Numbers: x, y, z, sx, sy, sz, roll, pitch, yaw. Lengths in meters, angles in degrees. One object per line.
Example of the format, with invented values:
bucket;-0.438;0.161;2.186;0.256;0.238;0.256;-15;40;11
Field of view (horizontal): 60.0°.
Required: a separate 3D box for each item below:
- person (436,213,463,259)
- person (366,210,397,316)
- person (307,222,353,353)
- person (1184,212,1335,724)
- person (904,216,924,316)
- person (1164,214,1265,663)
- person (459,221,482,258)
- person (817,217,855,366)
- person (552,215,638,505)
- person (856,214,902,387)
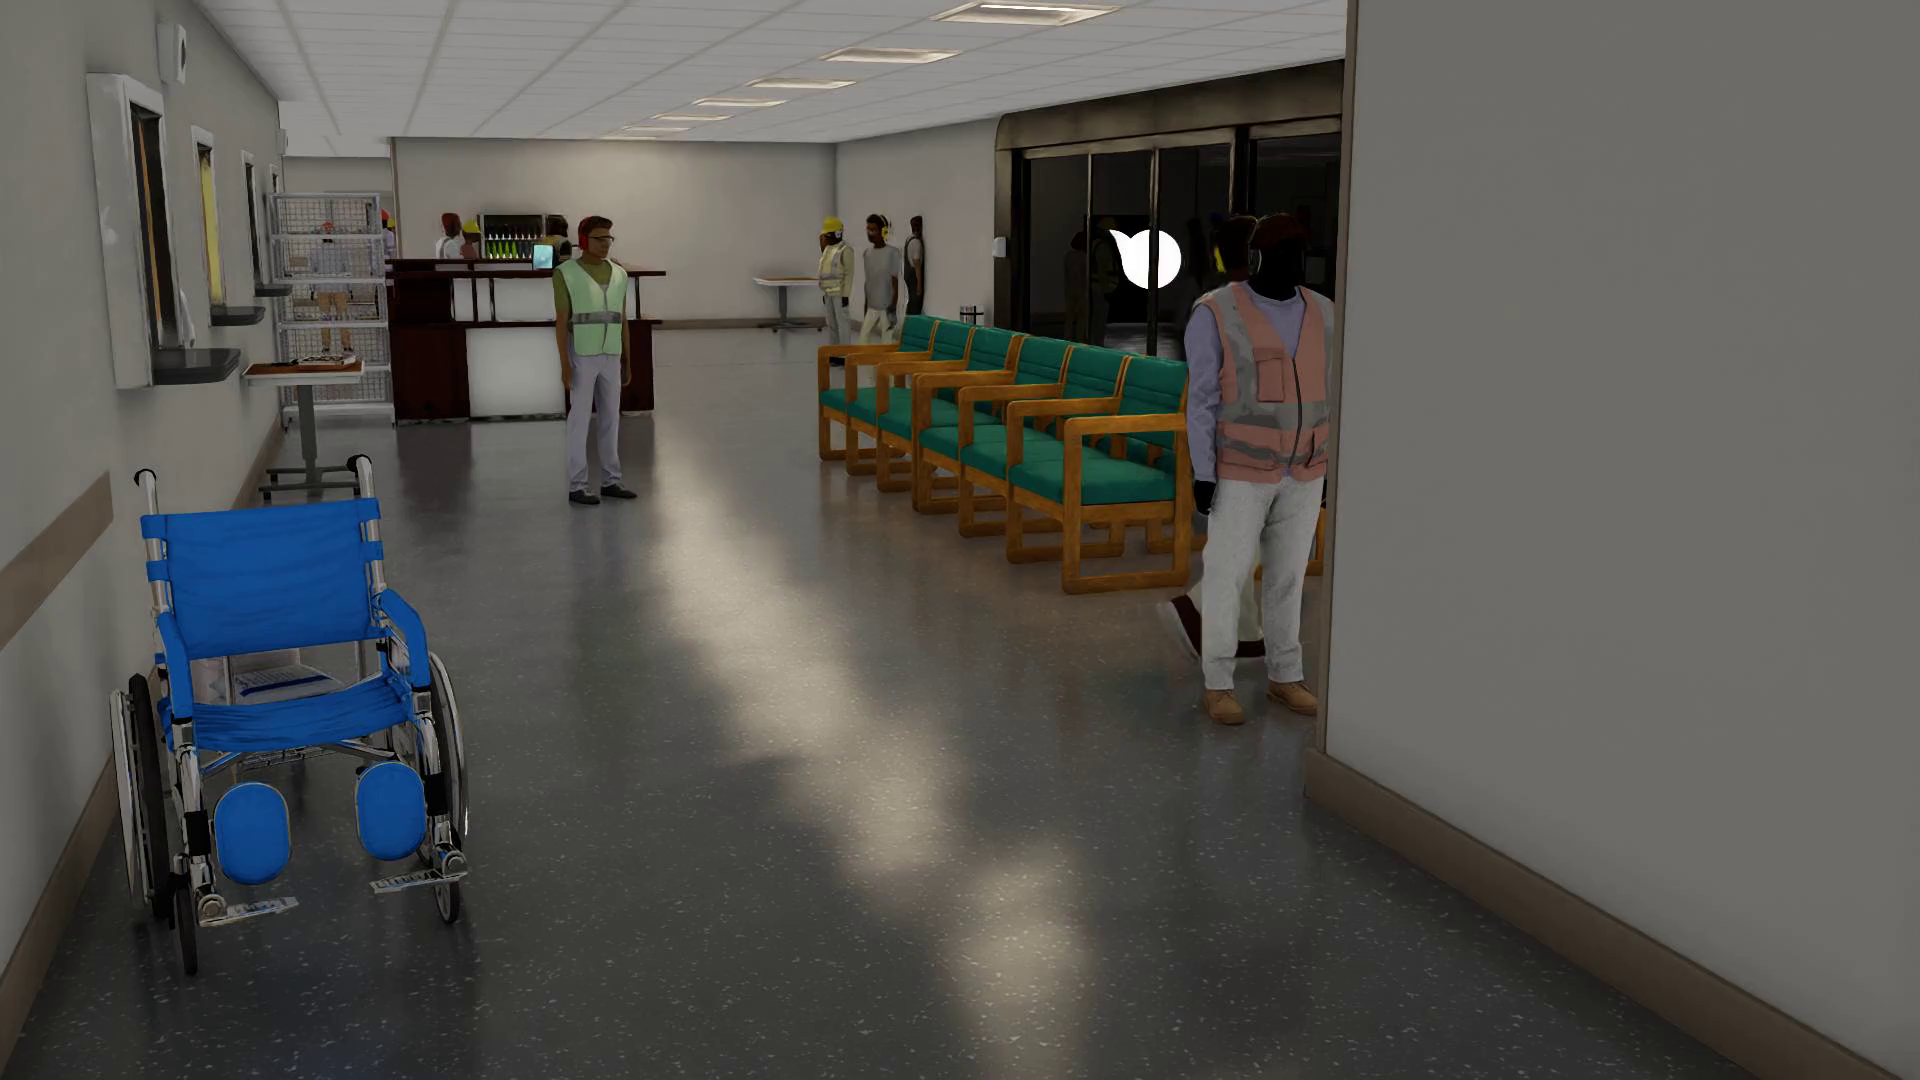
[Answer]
person;-6.077;-3.024;20.192;0.571;1.866;0.592;-5;12;-23
person;-9.977;-4.733;28.796;0.546;1.939;0.375;4;12;17
person;-8.449;-3.384;22.348;0.573;1.748;0.342;-4;12;-19
person;1.124;-0.255;6.068;0.627;1.845;0.429;-4;12;-19
person;-0.613;-3.634;23.421;0.343;1.839;0.501;-3;11;-15
person;1.105;-0.381;6.713;0.617;1.840;0.543;-7;13;-31
person;-6.587;-3.413;22.471;0.328;1.767;0.532;-7;13;-32
person;-1.531;-3.045;20.436;0.403;1.822;0.589;-7;13;-33
person;-2.360;-1.156;10.714;0.389;1.837;0.562;9;14;38
person;-0.782;-2.232;16.205;0.511;1.855;0.418;8;14;36
